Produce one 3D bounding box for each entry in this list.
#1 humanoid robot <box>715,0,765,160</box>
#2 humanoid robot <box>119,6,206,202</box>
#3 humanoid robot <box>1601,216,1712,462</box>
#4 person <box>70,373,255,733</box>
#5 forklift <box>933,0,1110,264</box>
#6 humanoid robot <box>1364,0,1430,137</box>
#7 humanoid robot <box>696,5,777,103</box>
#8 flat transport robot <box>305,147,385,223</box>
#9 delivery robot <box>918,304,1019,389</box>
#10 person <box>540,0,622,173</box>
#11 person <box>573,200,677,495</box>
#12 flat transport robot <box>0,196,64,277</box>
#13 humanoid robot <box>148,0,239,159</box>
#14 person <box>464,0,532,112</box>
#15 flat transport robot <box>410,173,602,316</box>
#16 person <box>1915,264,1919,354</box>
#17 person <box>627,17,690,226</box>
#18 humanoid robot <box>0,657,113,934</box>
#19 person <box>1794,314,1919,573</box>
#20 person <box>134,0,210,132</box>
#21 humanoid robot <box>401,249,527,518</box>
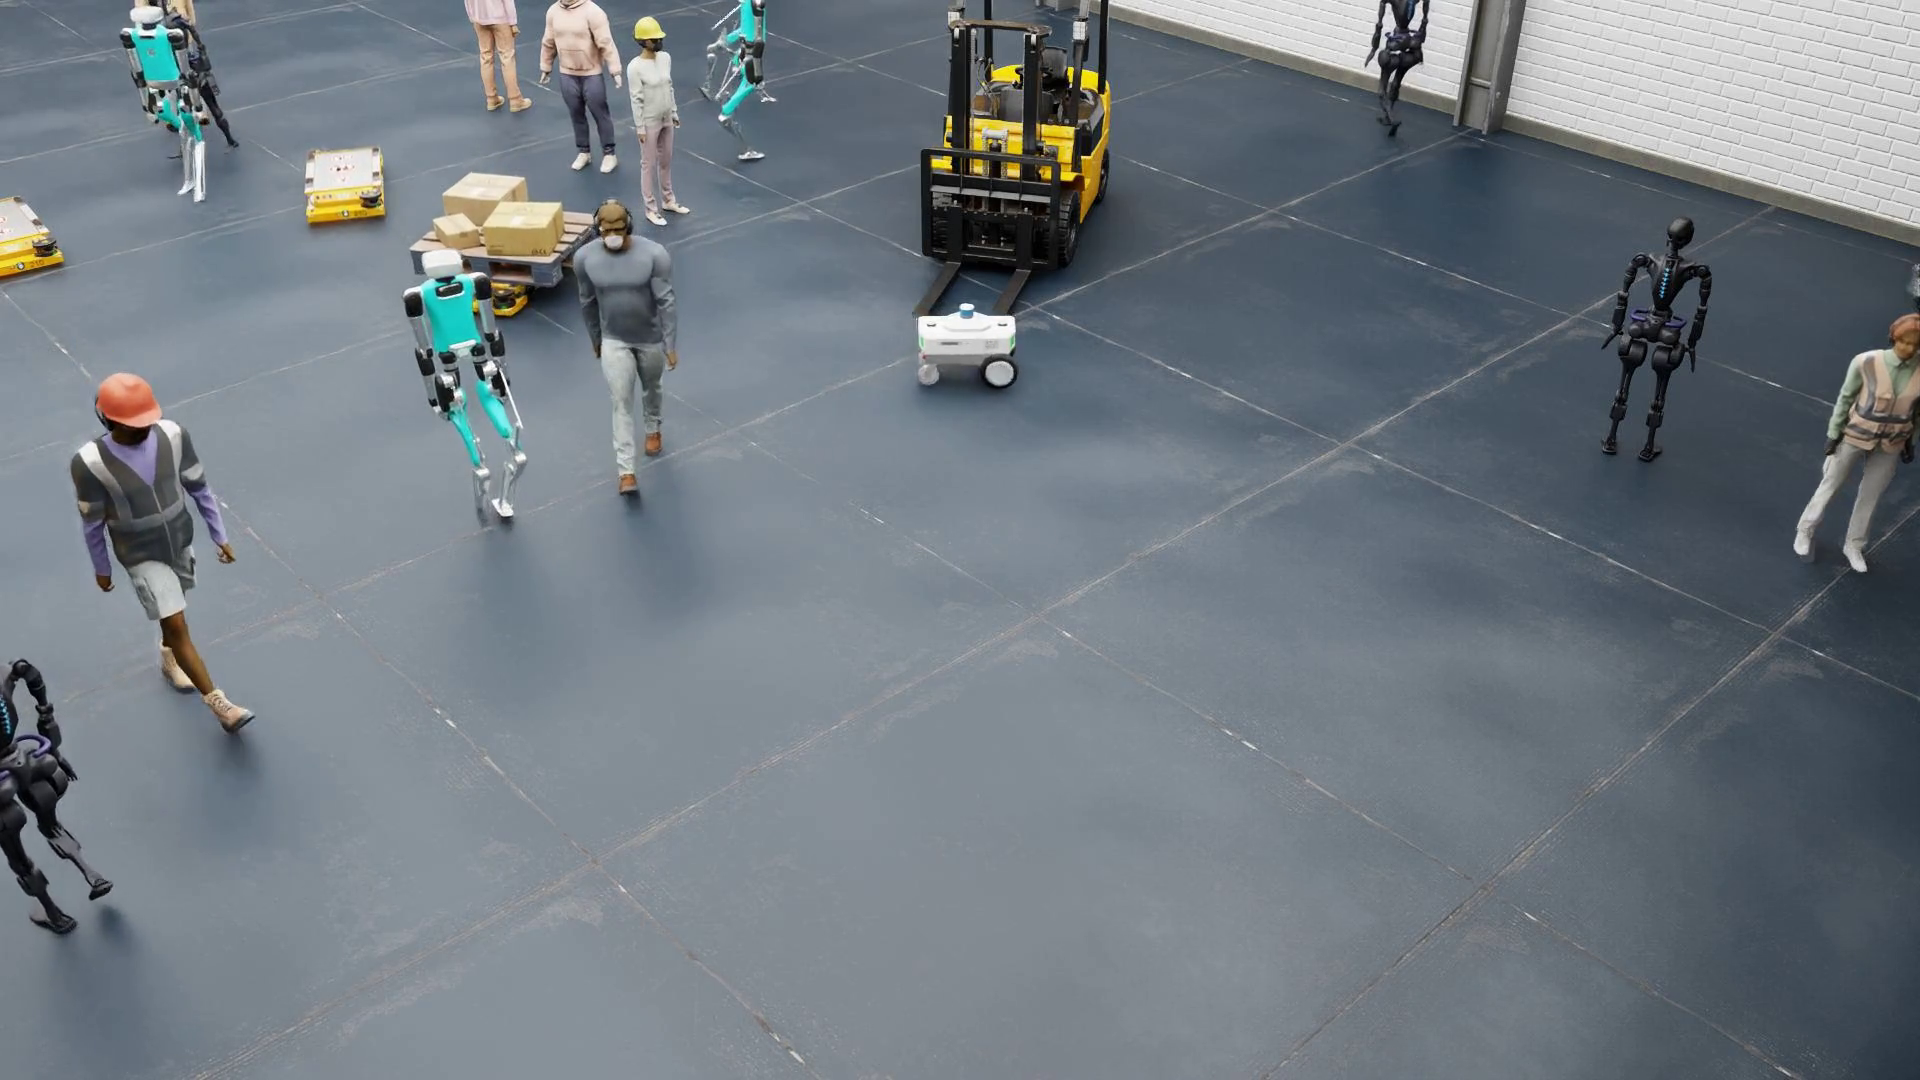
[{"bbox_3d":[-2.101,-4.351,15.560,0.663,1.842,0.544,-11,35,-16],"label":"humanoid robot"},{"bbox_3d":[-6.984,-3.936,14.891,0.538,1.780,0.781,-1,33,-2],"label":"humanoid robot"},{"bbox_3d":[4.541,-1.327,10.908,0.599,1.657,0.315,17,37,25],"label":"humanoid robot"},{"bbox_3d":[-4.033,0.058,8.513,1.055,1.980,0.619,21,39,29],"label":"person"},{"bbox_3d":[0.570,-3.725,14.138,1.214,2.155,2.313,9,34,13],"label":"forklift"},{"bbox_3d":[4.319,-4.817,16.313,0.596,1.638,0.664,-7,34,-11],"label":"humanoid robot"},{"bbox_3d":[-2.398,-5.299,16.997,0.948,1.768,0.540,-5,33,-8],"label":"humanoid robot"},{"bbox_3d":[-5.613,-3.265,15.191,0.659,0.231,1.431,-9,34,-14],"label":"flat transport robot"},{"bbox_3d":[0.077,-1.420,12.109,0.800,0.611,0.499,0,33,-1],"label":"delivery robot"},{"bbox_3d":[-3.498,-4.355,15.418,0.819,1.853,0.434,8,34,12],"label":"person"},{"bbox_3d":[-2.103,-1.246,10.609,0.628,1.884,1.028,-3,33,-5],"label":"person"},{"bbox_3d":[-8.174,-2.584,14.144,0.659,0.231,1.431,-23,40,-31],"label":"flat transport robot"},{"bbox_3d":[-7.276,-4.395,15.663,0.613,1.631,0.695,10,34,15],"label":"humanoid robot"},{"bbox_3d":[-4.726,-5.229,16.820,0.535,1.782,0.397,9,34,14],"label":"person"},{"bbox_3d":[-3.657,-2.221,13.586,0.659,0.231,1.431,7,34,11],"label":"flat transport robot"},{"bbox_3d":[7.132,-2.026,11.976,0.539,1.694,0.317,-11,35,-17],"label":"person"},{"bbox_3d":[-2.618,-3.619,14.359,0.301,1.772,0.528,18,37,25],"label":"person"},{"bbox_3d":[-4.118,1.074,7.236,0.428,1.648,0.583,16,36,23],"label":"humanoid robot"},{"bbox_3d":[5.378,-0.582,9.827,0.528,1.647,0.365,6,33,9],"label":"person"},{"bbox_3d":[-7.775,-4.967,16.356,0.425,1.866,0.586,24,40,32],"label":"person"},{"bbox_3d":[-2.930,-0.815,10.127,0.543,1.832,0.749,-19,37,-26],"label":"humanoid robot"}]
